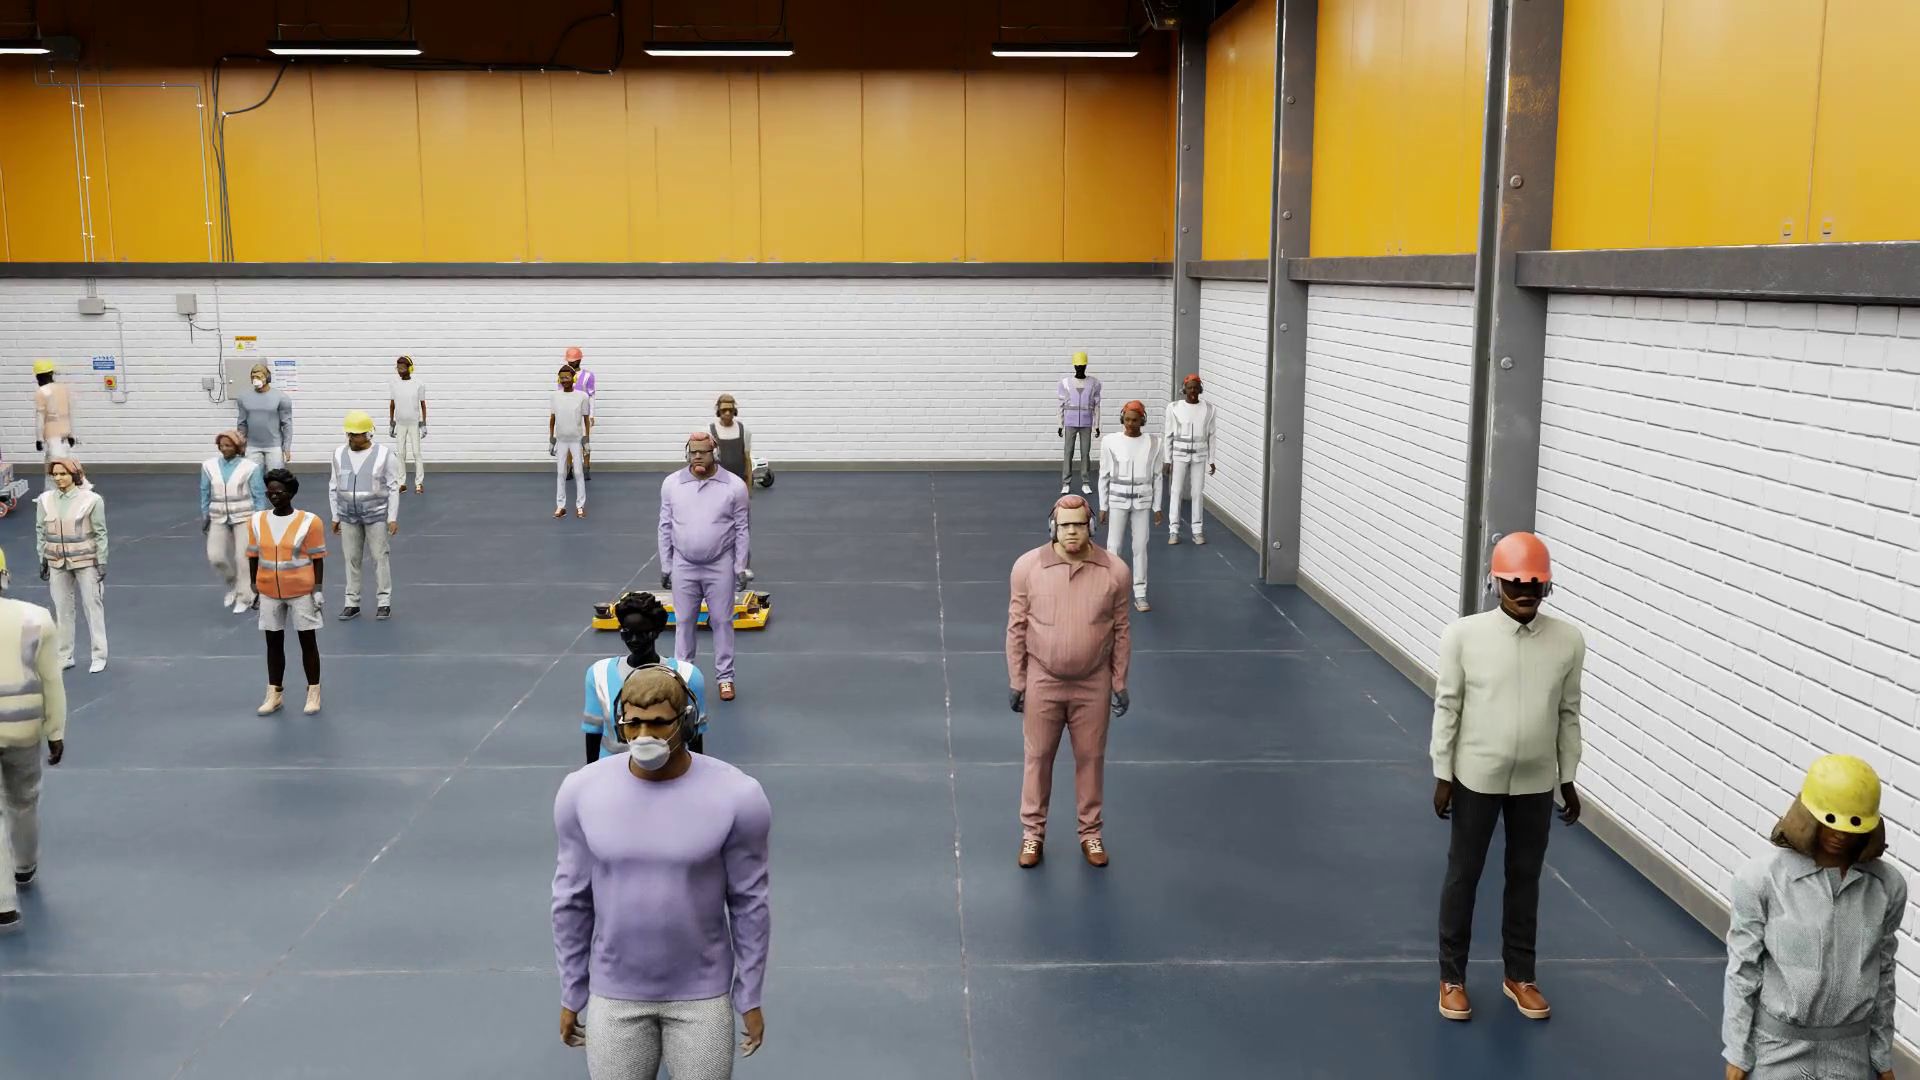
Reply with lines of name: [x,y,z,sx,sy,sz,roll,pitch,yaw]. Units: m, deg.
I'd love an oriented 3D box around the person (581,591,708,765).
person: [-1.333,1.049,7.042,0.529,1.697,0.321,0,9,-1]

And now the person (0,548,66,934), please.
person: [-4.561,0.880,7.809,0.618,1.773,0.911,-6,11,-34]

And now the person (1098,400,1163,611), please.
person: [1.512,-0.303,14.755,0.572,1.886,0.353,0,9,-1]

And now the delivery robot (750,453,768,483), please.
delivery robot: [-3.005,-1.038,23.045,0.707,0.478,0.477,7,11,36]

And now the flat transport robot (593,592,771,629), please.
flat transport robot: [-2.364,0.590,14.218,1.431,0.197,0.652,0,9,-1]

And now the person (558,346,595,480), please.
person: [-5.507,-1.809,23.862,0.542,1.928,0.374,0,9,-1]

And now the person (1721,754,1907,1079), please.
person: [2.359,1.428,4.607,0.483,1.736,0.311,0,9,-1]

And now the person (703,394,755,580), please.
person: [-2.238,-0.503,16.192,0.543,1.815,0.787,-4,10,-21]

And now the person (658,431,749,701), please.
person: [-1.804,0.187,11.686,0.636,1.911,0.406,0,9,-1]

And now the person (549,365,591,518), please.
person: [-4.765,-1.197,20.284,0.518,1.874,0.326,0,9,-1]

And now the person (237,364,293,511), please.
person: [-8.055,-1.069,19.291,0.627,1.940,0.370,0,9,-1]

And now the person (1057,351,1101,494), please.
person: [1.606,-1.577,22.436,0.584,1.928,0.372,0,9,-1]

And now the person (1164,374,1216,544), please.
person: [2.536,-0.886,18.342,0.572,1.883,0.353,0,9,-1]

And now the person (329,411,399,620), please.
person: [-5.155,-0.209,14.373,0.586,1.823,0.403,0,9,-1]

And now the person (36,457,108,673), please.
person: [-6.656,0.189,12.488,0.512,1.642,0.311,0,9,-1]

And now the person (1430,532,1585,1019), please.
person: [2.210,0.952,6.724,0.609,1.996,0.379,0,9,-1]

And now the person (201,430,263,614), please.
person: [-6.407,-0.159,14.645,0.547,1.623,0.360,-1,9,-5]

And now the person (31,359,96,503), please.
person: [-11.611,-1.391,21.422,0.881,1.892,0.586,1,9,5]

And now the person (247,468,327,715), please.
person: [-4.575,0.353,11.310,0.529,1.697,0.321,0,9,-1]

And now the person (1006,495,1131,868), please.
person: [0.552,0.717,8.435,0.636,1.911,0.406,0,9,-1]

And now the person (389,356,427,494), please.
person: [-7.467,-1.552,22.483,0.518,1.865,0.326,0,9,-1]

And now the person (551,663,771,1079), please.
person: [-0.852,1.298,4.776,0.627,1.940,0.370,0,9,-1]
